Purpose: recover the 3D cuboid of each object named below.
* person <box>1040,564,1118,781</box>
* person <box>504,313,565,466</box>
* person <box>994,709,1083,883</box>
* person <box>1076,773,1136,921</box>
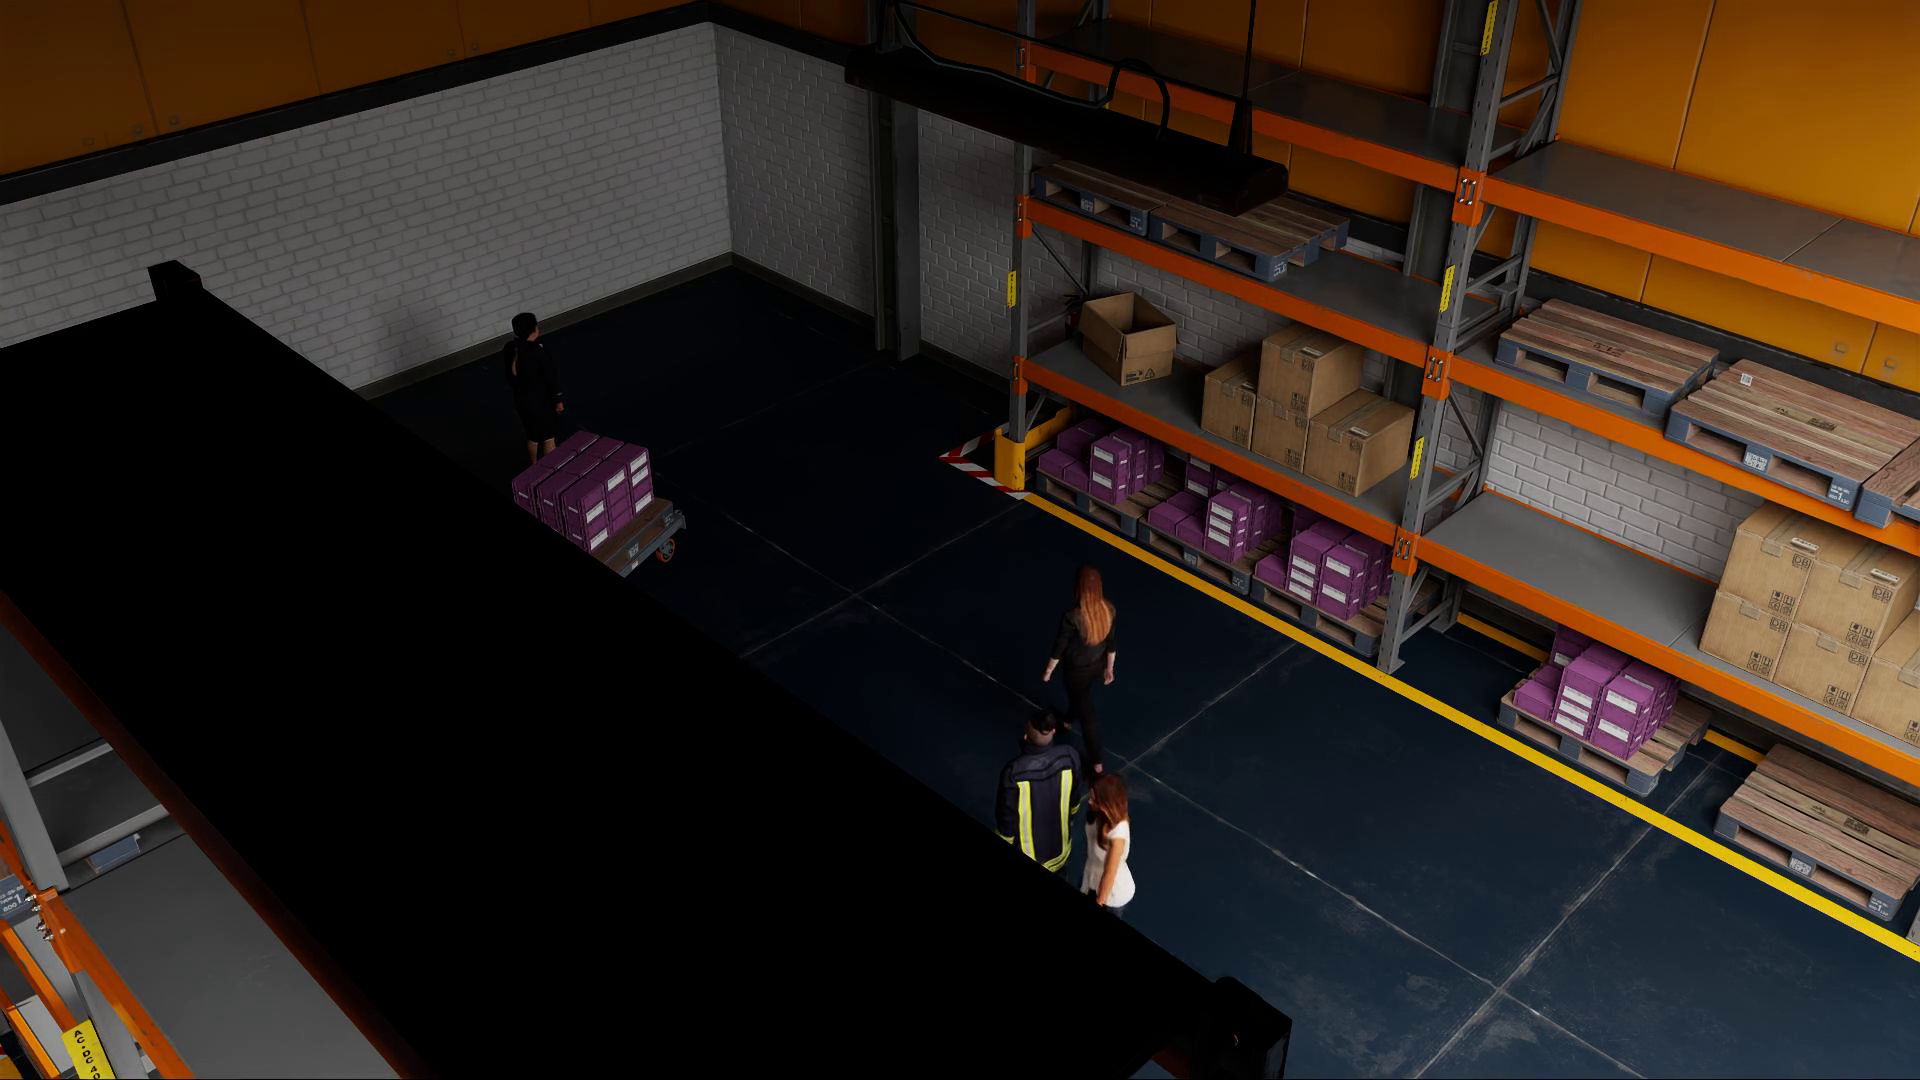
[{"bbox_3d":[0.922,0.976,11.613,0.738,1.680,1.073,-22,40,-30],"label":"person"},{"bbox_3d":[-3.826,-1.259,14.982,0.684,1.671,0.841,15,37,22],"label":"person"},{"bbox_3d":[0.464,1.765,10.261,0.845,1.861,0.809,-16,37,-23],"label":"person"},{"bbox_3d":[0.975,2.037,9.942,0.855,1.762,0.808,-6,34,-8],"label":"person"}]
